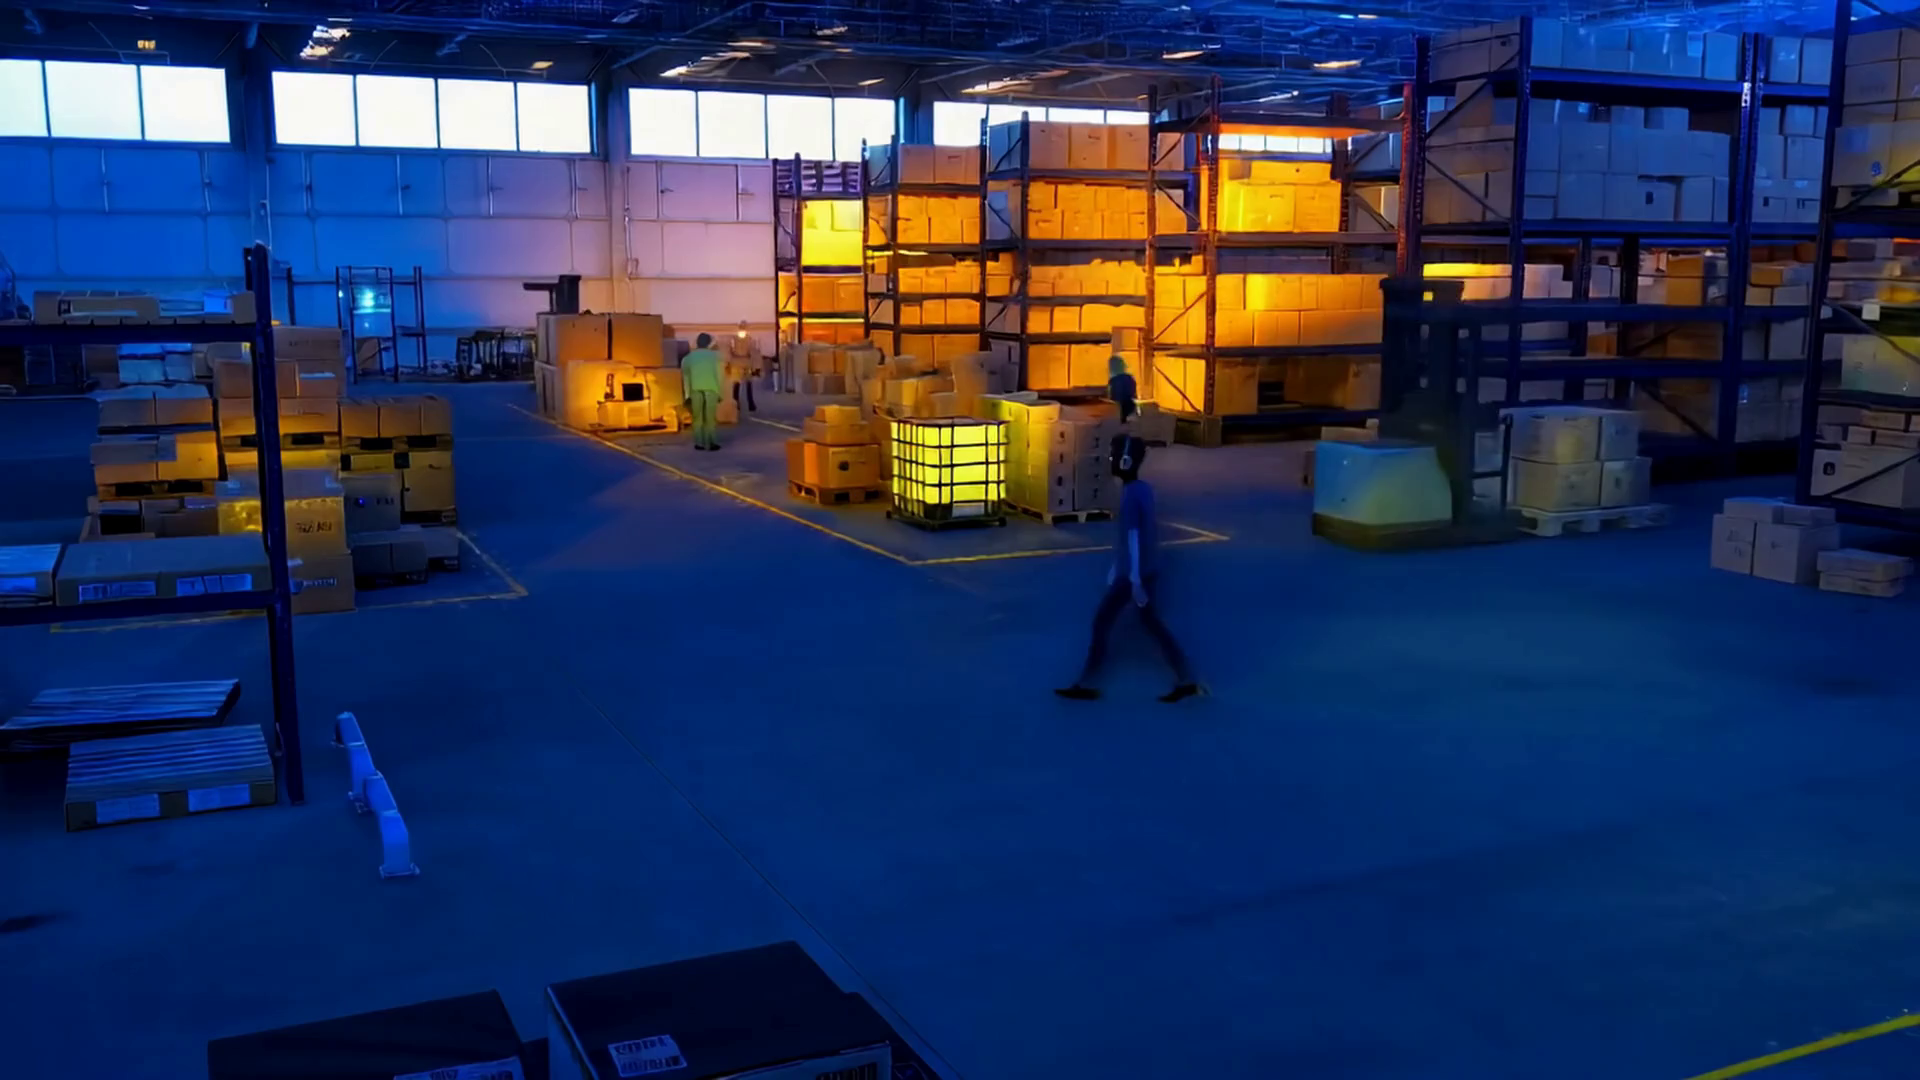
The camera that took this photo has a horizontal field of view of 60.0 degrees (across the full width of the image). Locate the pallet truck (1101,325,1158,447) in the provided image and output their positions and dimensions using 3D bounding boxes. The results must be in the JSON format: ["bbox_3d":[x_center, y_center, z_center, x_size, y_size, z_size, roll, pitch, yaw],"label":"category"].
[{"bbox_3d":[2.881,-2.596,27.923,0.823,1.965,1.885,-1,9,-7],"label":"pallet truck"}]

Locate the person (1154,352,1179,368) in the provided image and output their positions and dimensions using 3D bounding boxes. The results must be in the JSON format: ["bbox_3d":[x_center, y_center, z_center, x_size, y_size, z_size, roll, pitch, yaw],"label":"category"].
[{"bbox_3d":[4.010,-3.100,31.588,0.568,1.828,0.652,-4,10,-25],"label":"person"}]

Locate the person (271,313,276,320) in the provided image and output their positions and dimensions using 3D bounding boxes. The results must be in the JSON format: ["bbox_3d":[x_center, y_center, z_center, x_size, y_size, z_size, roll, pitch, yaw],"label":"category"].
[{"bbox_3d":[-15.599,-4.167,37.676,0.610,1.996,0.378,7,11,36],"label":"person"}]

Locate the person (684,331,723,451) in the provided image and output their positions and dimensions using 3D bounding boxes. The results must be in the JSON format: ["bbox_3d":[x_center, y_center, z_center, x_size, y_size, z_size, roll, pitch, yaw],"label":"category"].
[{"bbox_3d":[-4.137,-2.411,26.959,0.636,1.939,0.365,2,9,14],"label":"person"}]

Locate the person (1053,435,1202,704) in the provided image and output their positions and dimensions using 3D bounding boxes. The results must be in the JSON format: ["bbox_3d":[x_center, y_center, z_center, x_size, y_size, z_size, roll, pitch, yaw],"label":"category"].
[{"bbox_3d":[1.165,0.206,11.110,0.987,1.826,0.519,4,10,22],"label":"person"}]

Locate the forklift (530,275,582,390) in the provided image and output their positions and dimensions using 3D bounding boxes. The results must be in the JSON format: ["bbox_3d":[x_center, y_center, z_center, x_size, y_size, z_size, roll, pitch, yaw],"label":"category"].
[{"bbox_3d":[-9.380,-5.006,40.145,1.873,2.768,1.129,-4,10,-25],"label":"forklift"}]

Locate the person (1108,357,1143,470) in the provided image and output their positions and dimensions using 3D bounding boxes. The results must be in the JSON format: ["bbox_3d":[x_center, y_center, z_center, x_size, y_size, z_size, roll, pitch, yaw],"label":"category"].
[{"bbox_3d":[2.400,-1.845,24.325,0.897,1.645,0.565,8,12,41],"label":"person"}]

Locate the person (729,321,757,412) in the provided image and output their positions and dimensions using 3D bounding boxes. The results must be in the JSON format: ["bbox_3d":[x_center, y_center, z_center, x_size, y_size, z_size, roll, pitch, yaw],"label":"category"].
[{"bbox_3d":[-4.509,-3.595,34.467,0.560,1.888,0.975,-4,10,-26],"label":"person"}]

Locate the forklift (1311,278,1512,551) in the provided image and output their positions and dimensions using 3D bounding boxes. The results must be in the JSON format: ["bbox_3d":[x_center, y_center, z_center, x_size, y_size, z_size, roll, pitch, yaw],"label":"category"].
[{"bbox_3d":[4.810,-1.378,17.636,1.873,2.768,1.129,-4,10,-25],"label":"forklift"}]
